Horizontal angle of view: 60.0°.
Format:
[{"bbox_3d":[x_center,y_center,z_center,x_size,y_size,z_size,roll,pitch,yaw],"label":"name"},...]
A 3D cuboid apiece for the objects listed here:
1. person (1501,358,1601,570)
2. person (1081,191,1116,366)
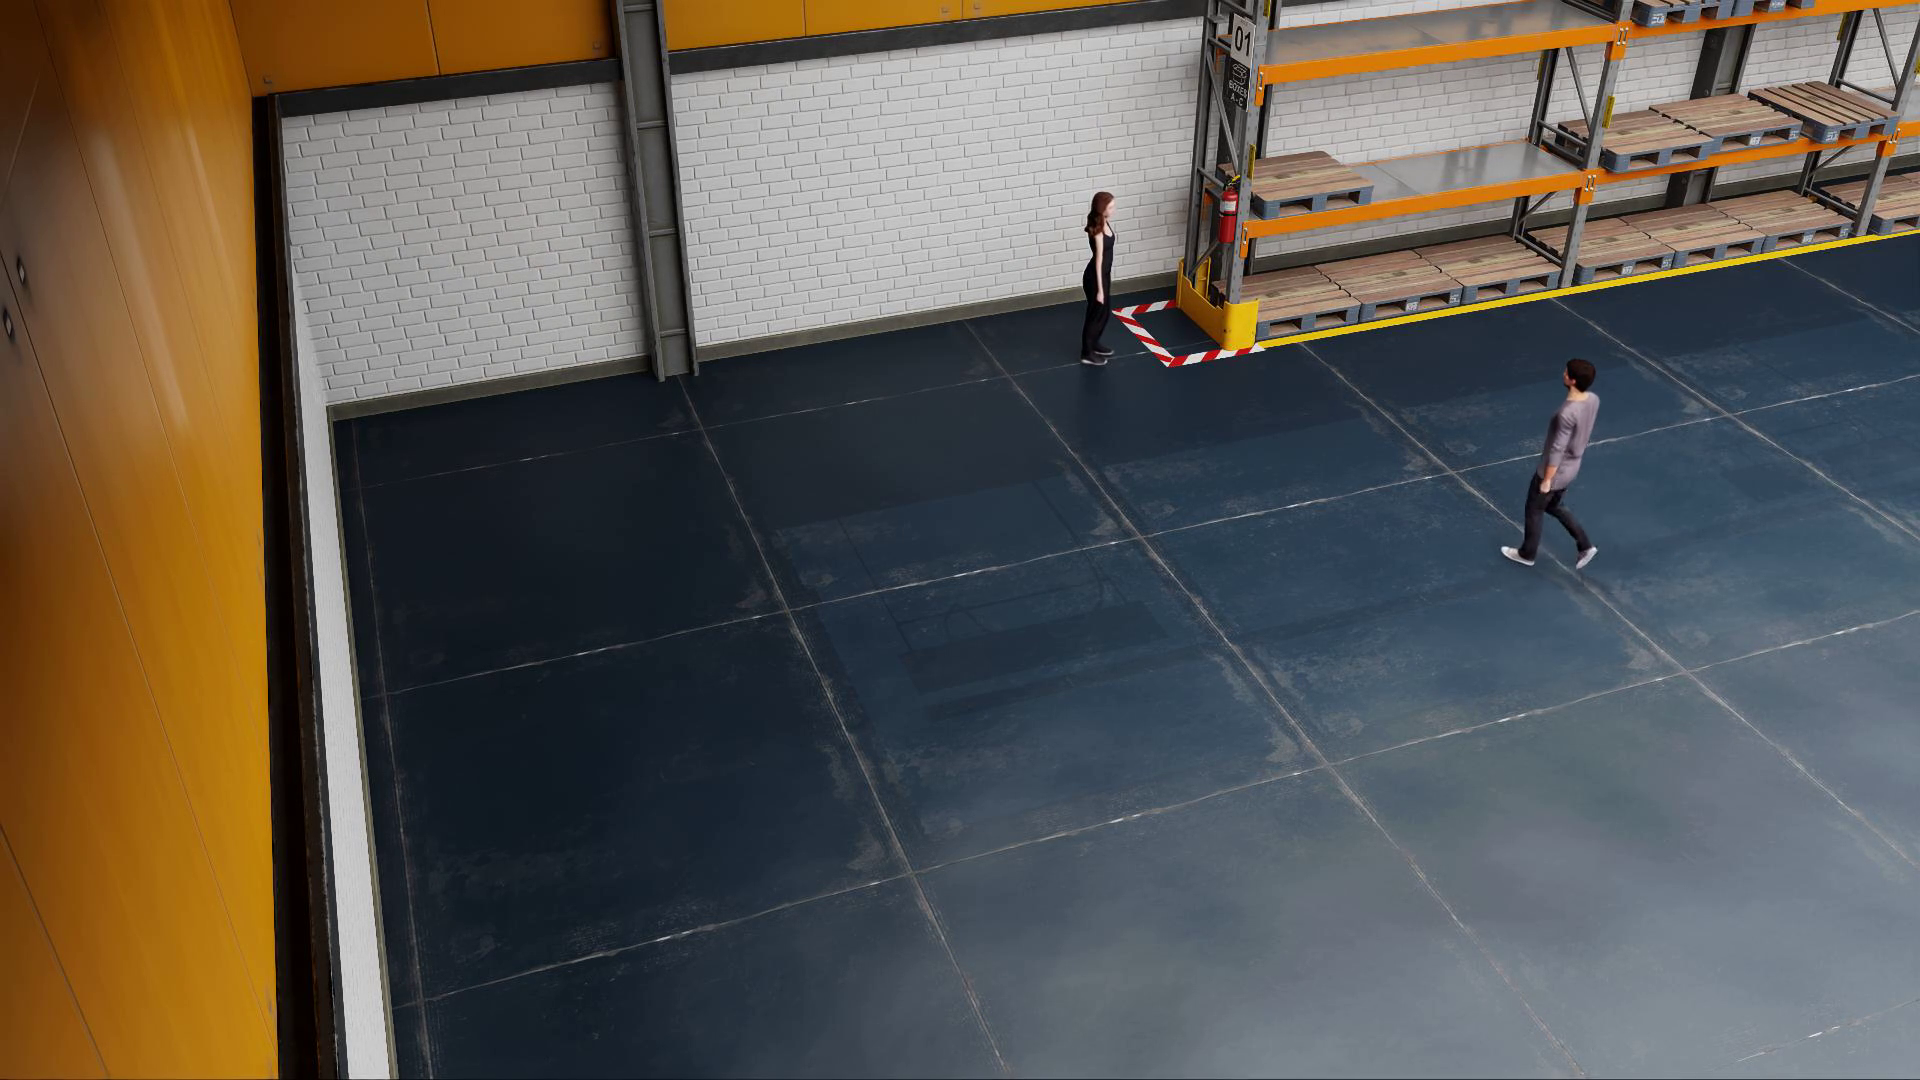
[{"bbox_3d":[4.679,-0.528,12.789,0.985,1.834,1.004,28,43,35],"label":"person"},{"bbox_3d":[1.298,-2.500,15.841,0.705,1.740,0.683,7,34,11],"label":"person"}]
